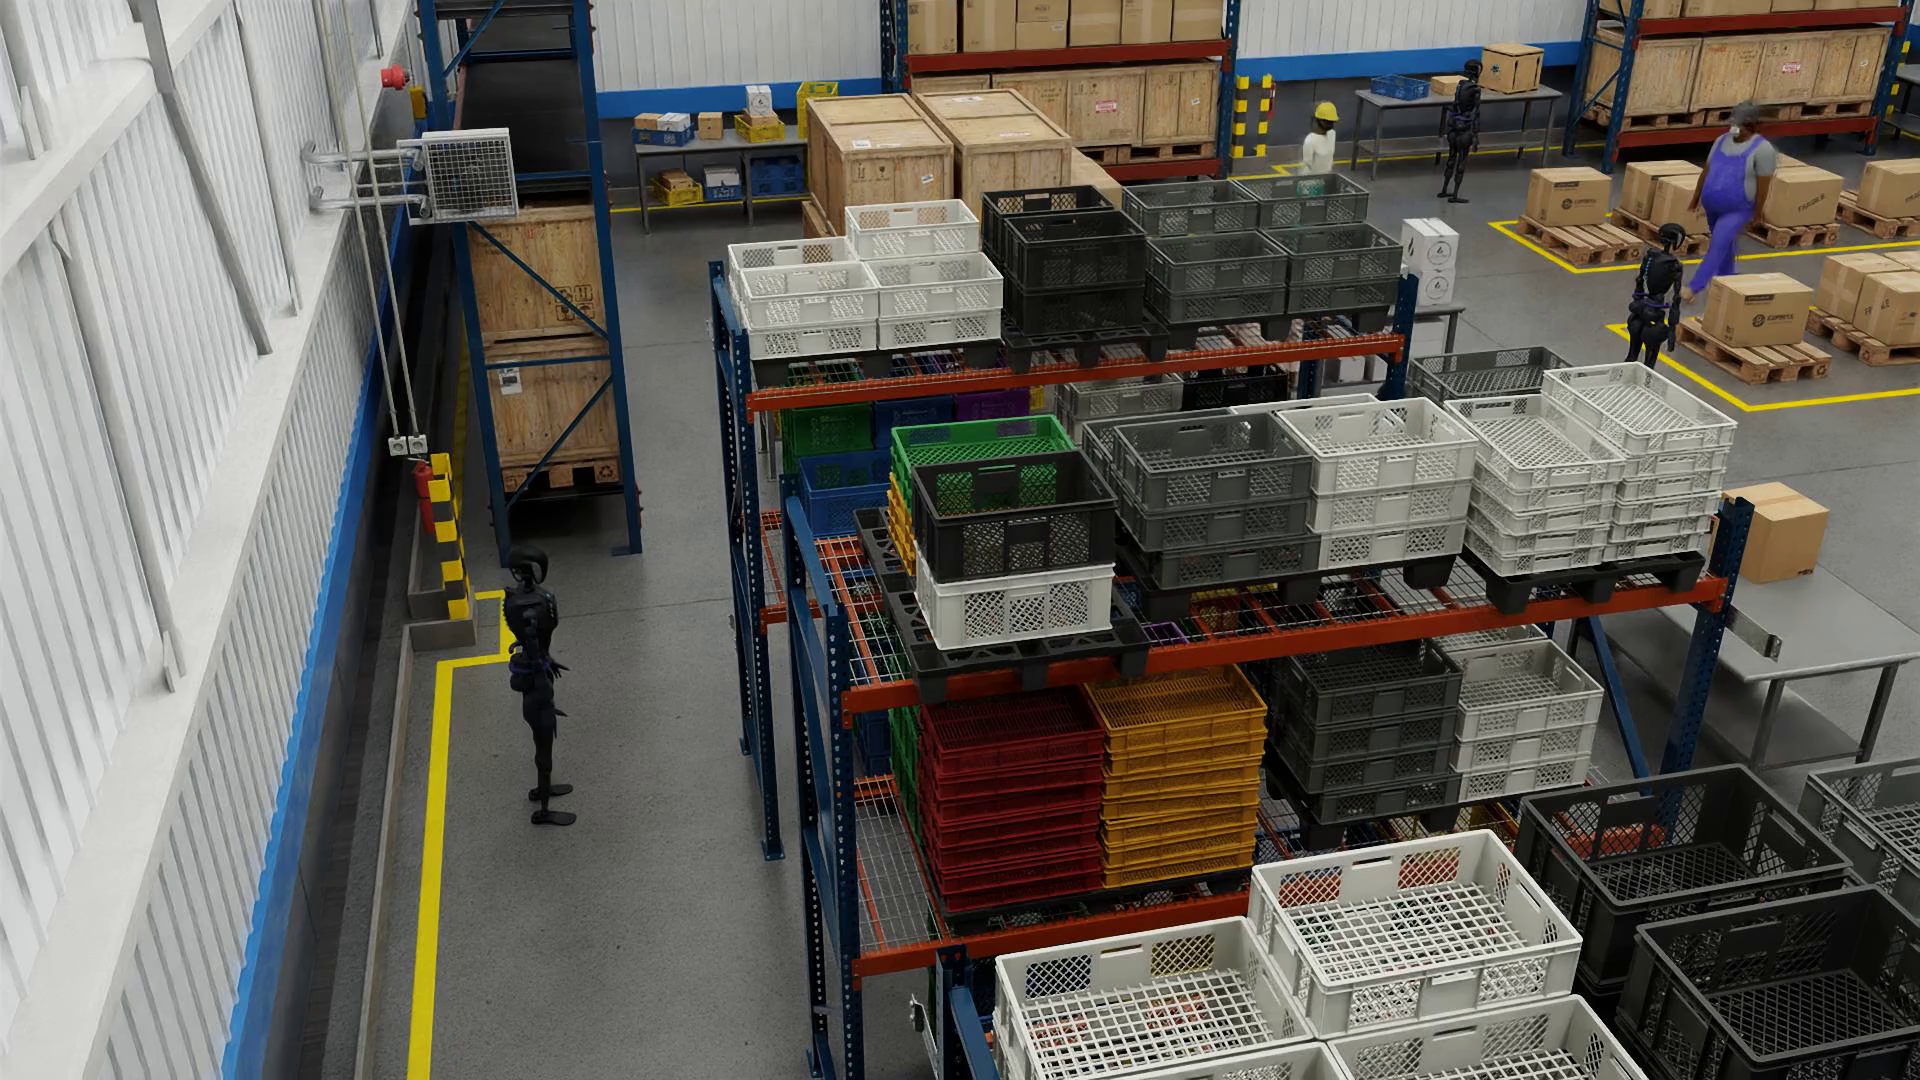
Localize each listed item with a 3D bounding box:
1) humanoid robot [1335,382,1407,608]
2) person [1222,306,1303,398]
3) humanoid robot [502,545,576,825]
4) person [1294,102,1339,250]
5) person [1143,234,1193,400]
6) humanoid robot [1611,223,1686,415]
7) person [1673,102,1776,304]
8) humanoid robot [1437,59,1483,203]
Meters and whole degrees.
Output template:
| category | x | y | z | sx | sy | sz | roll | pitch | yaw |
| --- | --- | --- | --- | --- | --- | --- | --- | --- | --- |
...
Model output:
| category | x | y | z | sx | sy | sz | roll | pitch | yaw |
| --- | --- | --- | --- | --- | --- | --- | --- | --- | --- |
| humanoid robot | 2.786 | -0.265 | 11.056 | 0.360 | 1.647 | 0.640 | -12 | 30 | -22 |
| person | 2.298 | -1.330 | 12.731 | 0.610 | 1.991 | 0.399 | 1 | 28 | 3 |
| humanoid robot | -2.287 | 0.767 | 9.066 | 0.320 | 1.657 | 0.611 | -6 | 28 | -12 |
| person | 3.793 | -3.735 | 17.534 | 0.554 | 1.749 | 0.526 | -23 | 35 | -36 |
| person | 1.656 | -1.609 | 13.325 | 0.379 | 1.923 | 0.587 | 0 | 28 | 0 |
| humanoid robot | 5.861 | -1.879 | 14.088 | 0.320 | 1.654 | 0.611 | -6 | 28 | -12 |
| person | 7.576 | -3.383 | 16.566 | 1.012 | 2.000 | 0.703 | -11 | 30 | -20 |
| humanoid robot | 5.977 | -4.870 | 19.760 | 0.320 | 1.657 | 0.611 | -6 | 28 | -12 |
